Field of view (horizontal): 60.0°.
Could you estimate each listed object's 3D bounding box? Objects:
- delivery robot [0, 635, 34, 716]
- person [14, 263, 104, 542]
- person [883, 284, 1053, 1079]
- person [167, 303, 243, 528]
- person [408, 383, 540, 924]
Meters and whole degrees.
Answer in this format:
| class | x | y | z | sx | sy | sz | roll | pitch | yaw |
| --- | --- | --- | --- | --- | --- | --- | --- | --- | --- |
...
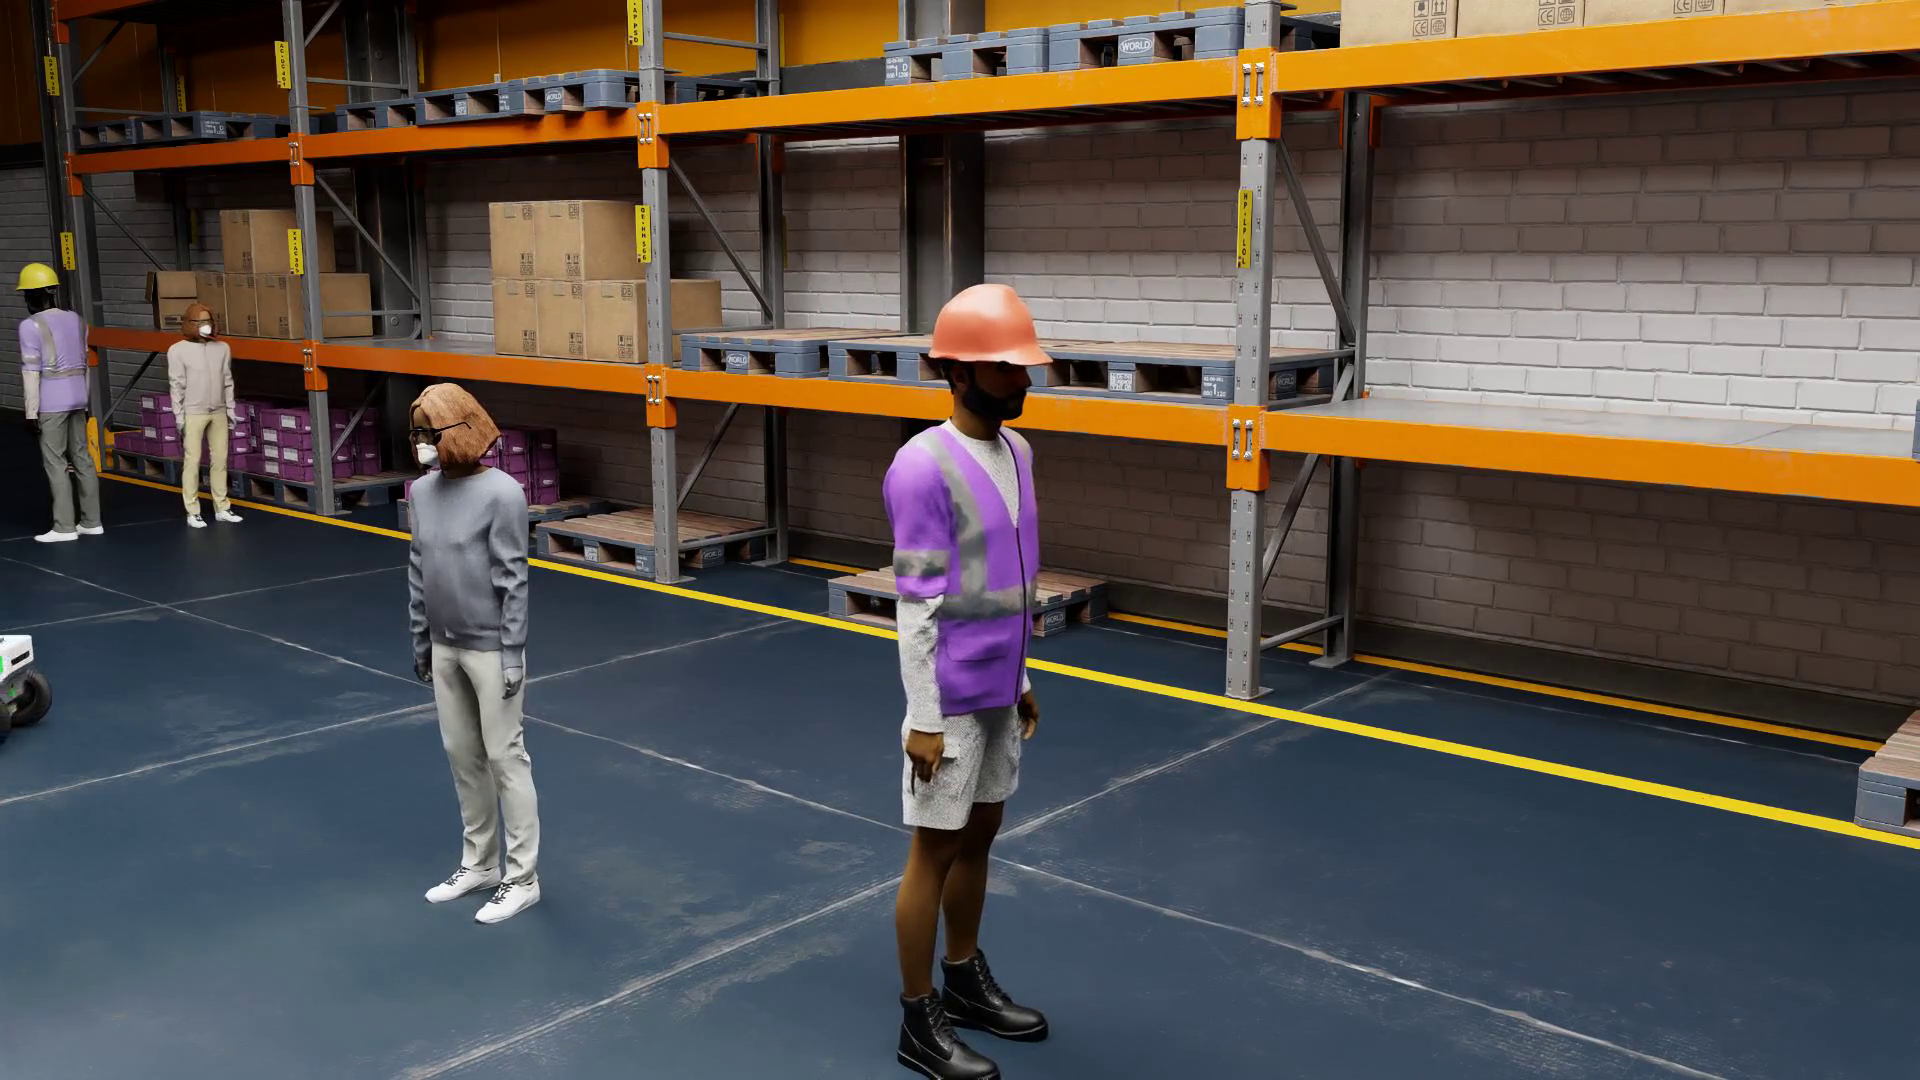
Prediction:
| class | x | y | z | sx | sy | sz | roll | pitch | yaw |
| --- | --- | --- | --- | --- | --- | --- | --- | --- | --- |
| delivery robot | -4.195 | 0.522 | 6.768 | 0.707 | 0.478 | 0.477 | -1 | 10 | -7 |
| person | -6.256 | -0.942 | 11.502 | 0.398 | 1.919 | 0.592 | 2 | 10 | 13 |
| person | 0.047 | 0.351 | 4.074 | 0.379 | 1.937 | 0.547 | 6 | 11 | 29 |
| person | -5.506 | -0.905 | 12.117 | 0.284 | 1.626 | 0.492 | 6 | 12 | 31 |
| person | -1.499 | 0.335 | 5.062 | 0.503 | 1.622 | 0.299 | 7 | 12 | 33 |
